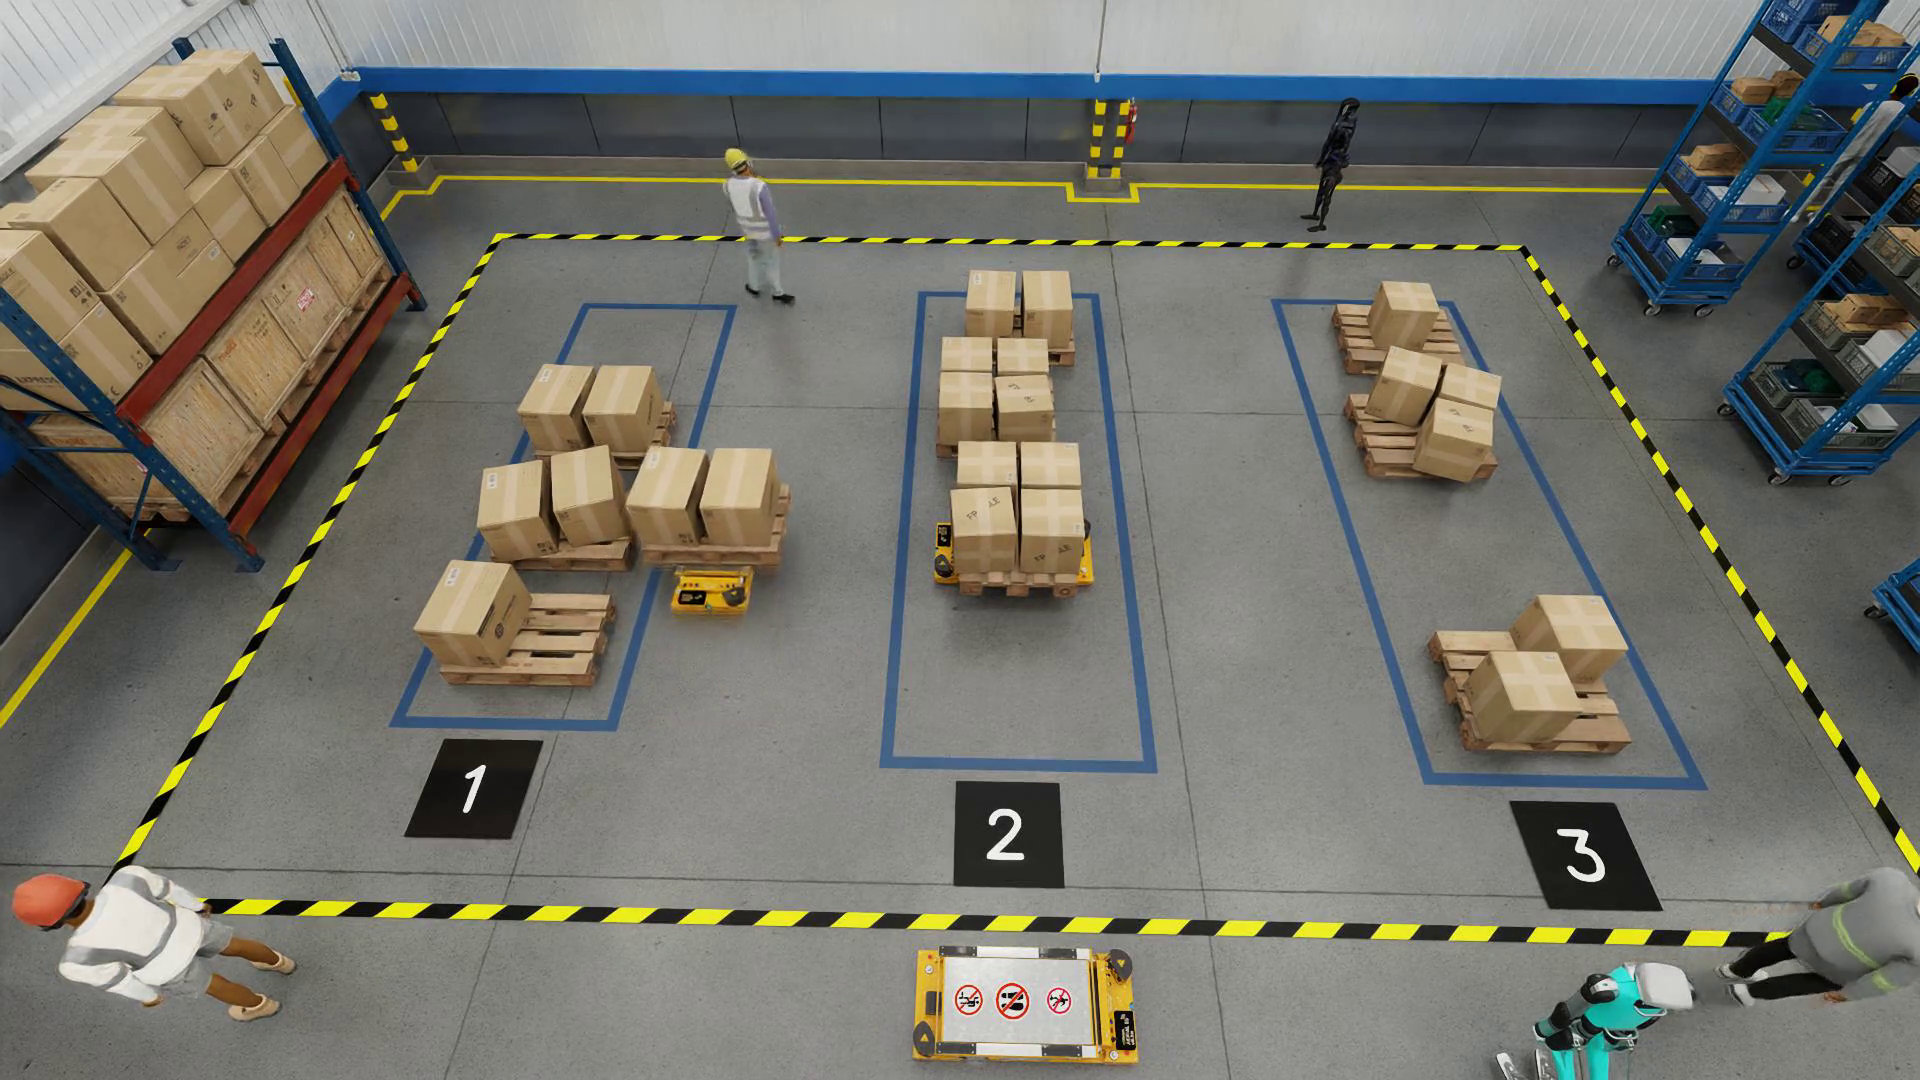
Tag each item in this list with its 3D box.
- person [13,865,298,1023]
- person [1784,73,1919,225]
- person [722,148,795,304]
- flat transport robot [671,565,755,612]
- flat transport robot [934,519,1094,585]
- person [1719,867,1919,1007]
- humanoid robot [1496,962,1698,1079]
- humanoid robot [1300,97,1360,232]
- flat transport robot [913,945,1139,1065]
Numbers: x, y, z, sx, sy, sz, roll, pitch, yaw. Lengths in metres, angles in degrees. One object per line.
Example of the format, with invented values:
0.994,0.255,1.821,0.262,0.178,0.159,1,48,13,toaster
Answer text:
-4.670,2.399,5.386,0.376,2.045,0.605,1,51,1,person
11.094,-4.814,11.384,0.508,1.864,0.315,13,52,10,person
-2.266,-3.503,10.371,0.690,1.779,0.406,23,55,18,person
-2.191,0.018,8.453,0.652,0.197,1.431,1,51,1,flat transport robot
0.490,0.087,8.397,1.431,0.197,0.652,1,51,1,flat transport robot
5.326,2.431,5.493,0.446,1.835,0.609,0,51,0,person
3.555,2.907,5.082,0.533,1.677,0.735,0,51,0,humanoid robot
4.606,-4.638,11.348,0.315,1.657,0.599,-1,51,0,humanoid robot
0.422,3.041,6.007,1.431,0.231,0.659,1,51,1,flat transport robot
